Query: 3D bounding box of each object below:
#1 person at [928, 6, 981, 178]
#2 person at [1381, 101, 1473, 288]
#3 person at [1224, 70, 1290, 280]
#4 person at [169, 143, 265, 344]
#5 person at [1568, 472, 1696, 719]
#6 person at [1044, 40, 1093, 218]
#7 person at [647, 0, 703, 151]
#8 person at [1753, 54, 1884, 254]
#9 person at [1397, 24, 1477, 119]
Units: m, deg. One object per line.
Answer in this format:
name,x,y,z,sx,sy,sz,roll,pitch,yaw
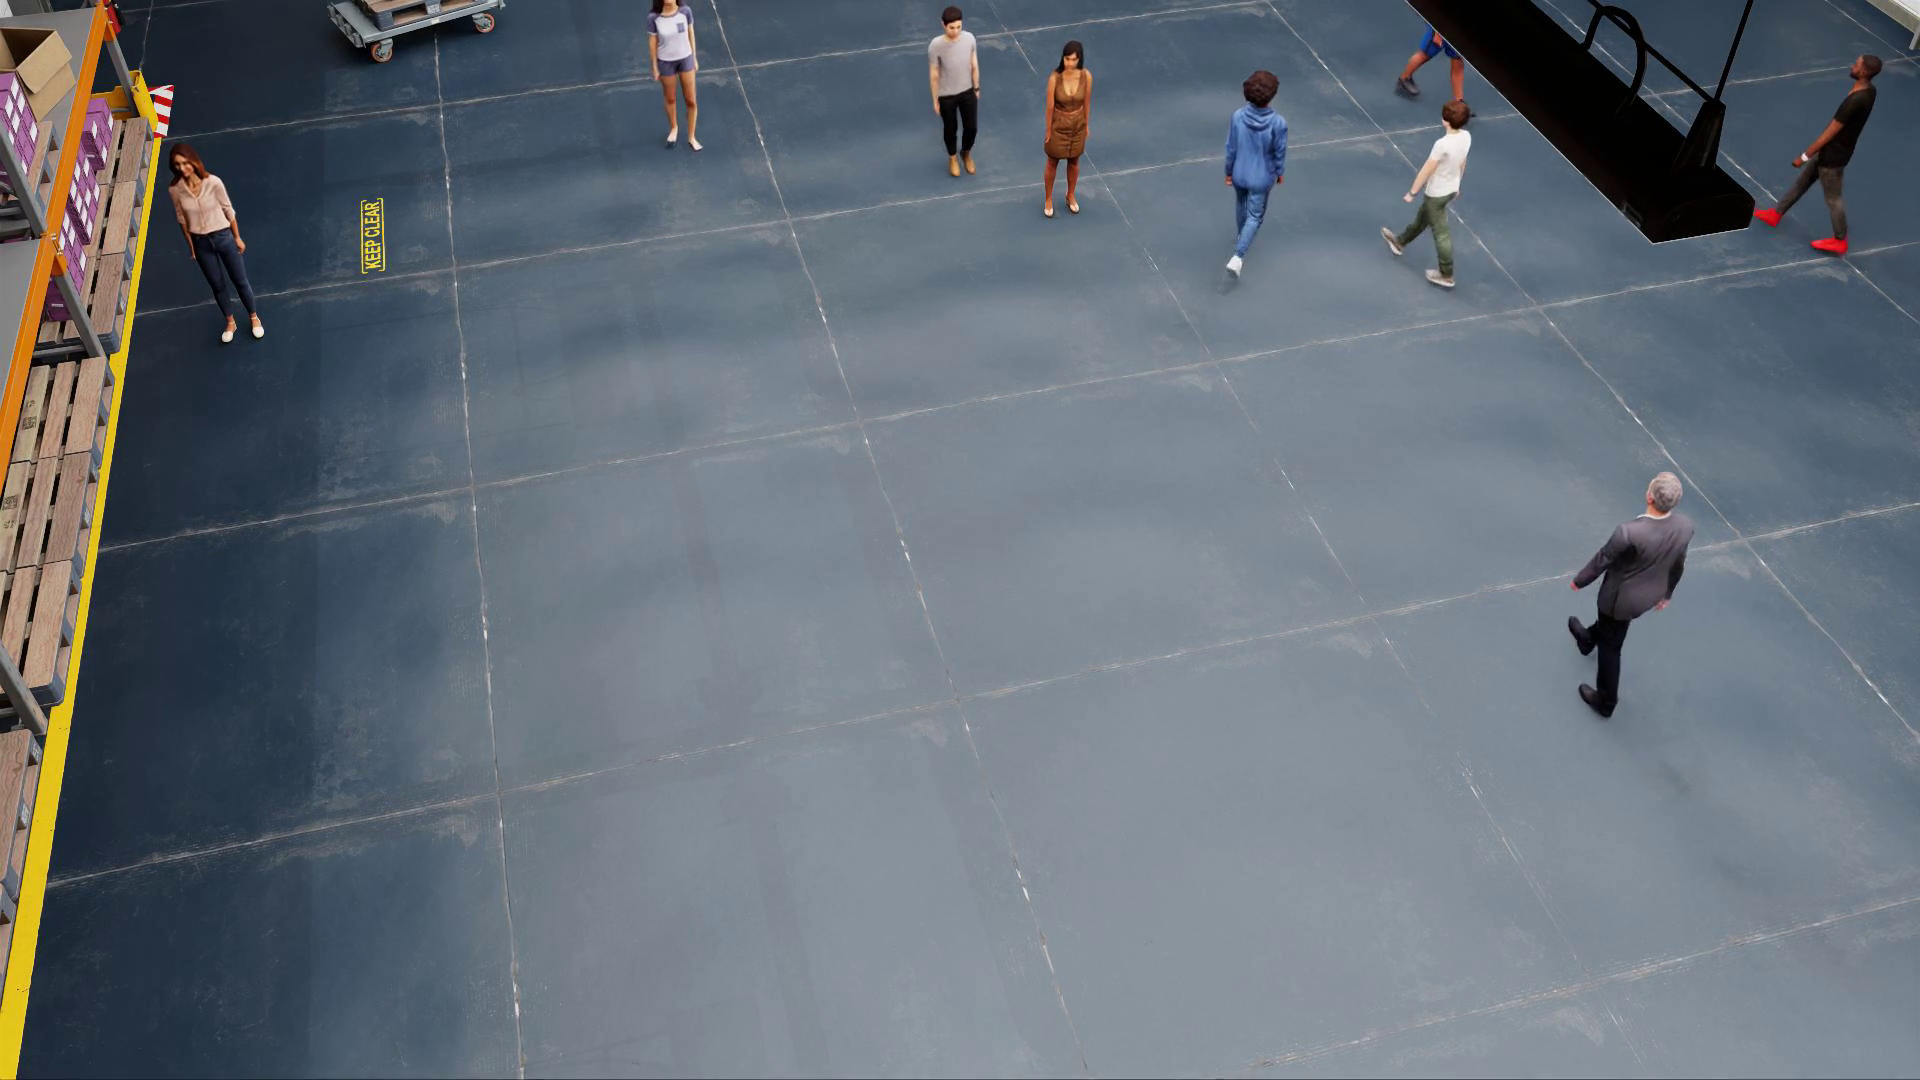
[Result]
person,-0.056,-4.166,15.313,0.648,1.694,0.605,-9,44,-9
person,4.107,-2.872,14.012,0.906,1.616,1.175,-31,52,-28
person,2.469,-3.073,14.105,1.134,1.778,1.179,23,48,22
person,-6.003,-2.409,13.398,0.583,1.792,0.517,-9,44,-9
person,4.241,0.394,10.446,0.779,1.806,1.048,-14,45,-15
person,0.950,-3.662,14.792,0.551,1.684,0.502,-9,44,-9
person,-2.688,-4.520,15.670,0.624,1.715,0.723,-11,45,-11
person,7.620,-3.271,14.326,1.227,1.760,1.096,27,50,25
person,4.677,-5.048,16.201,0.875,1.745,1.258,-25,49,-24
